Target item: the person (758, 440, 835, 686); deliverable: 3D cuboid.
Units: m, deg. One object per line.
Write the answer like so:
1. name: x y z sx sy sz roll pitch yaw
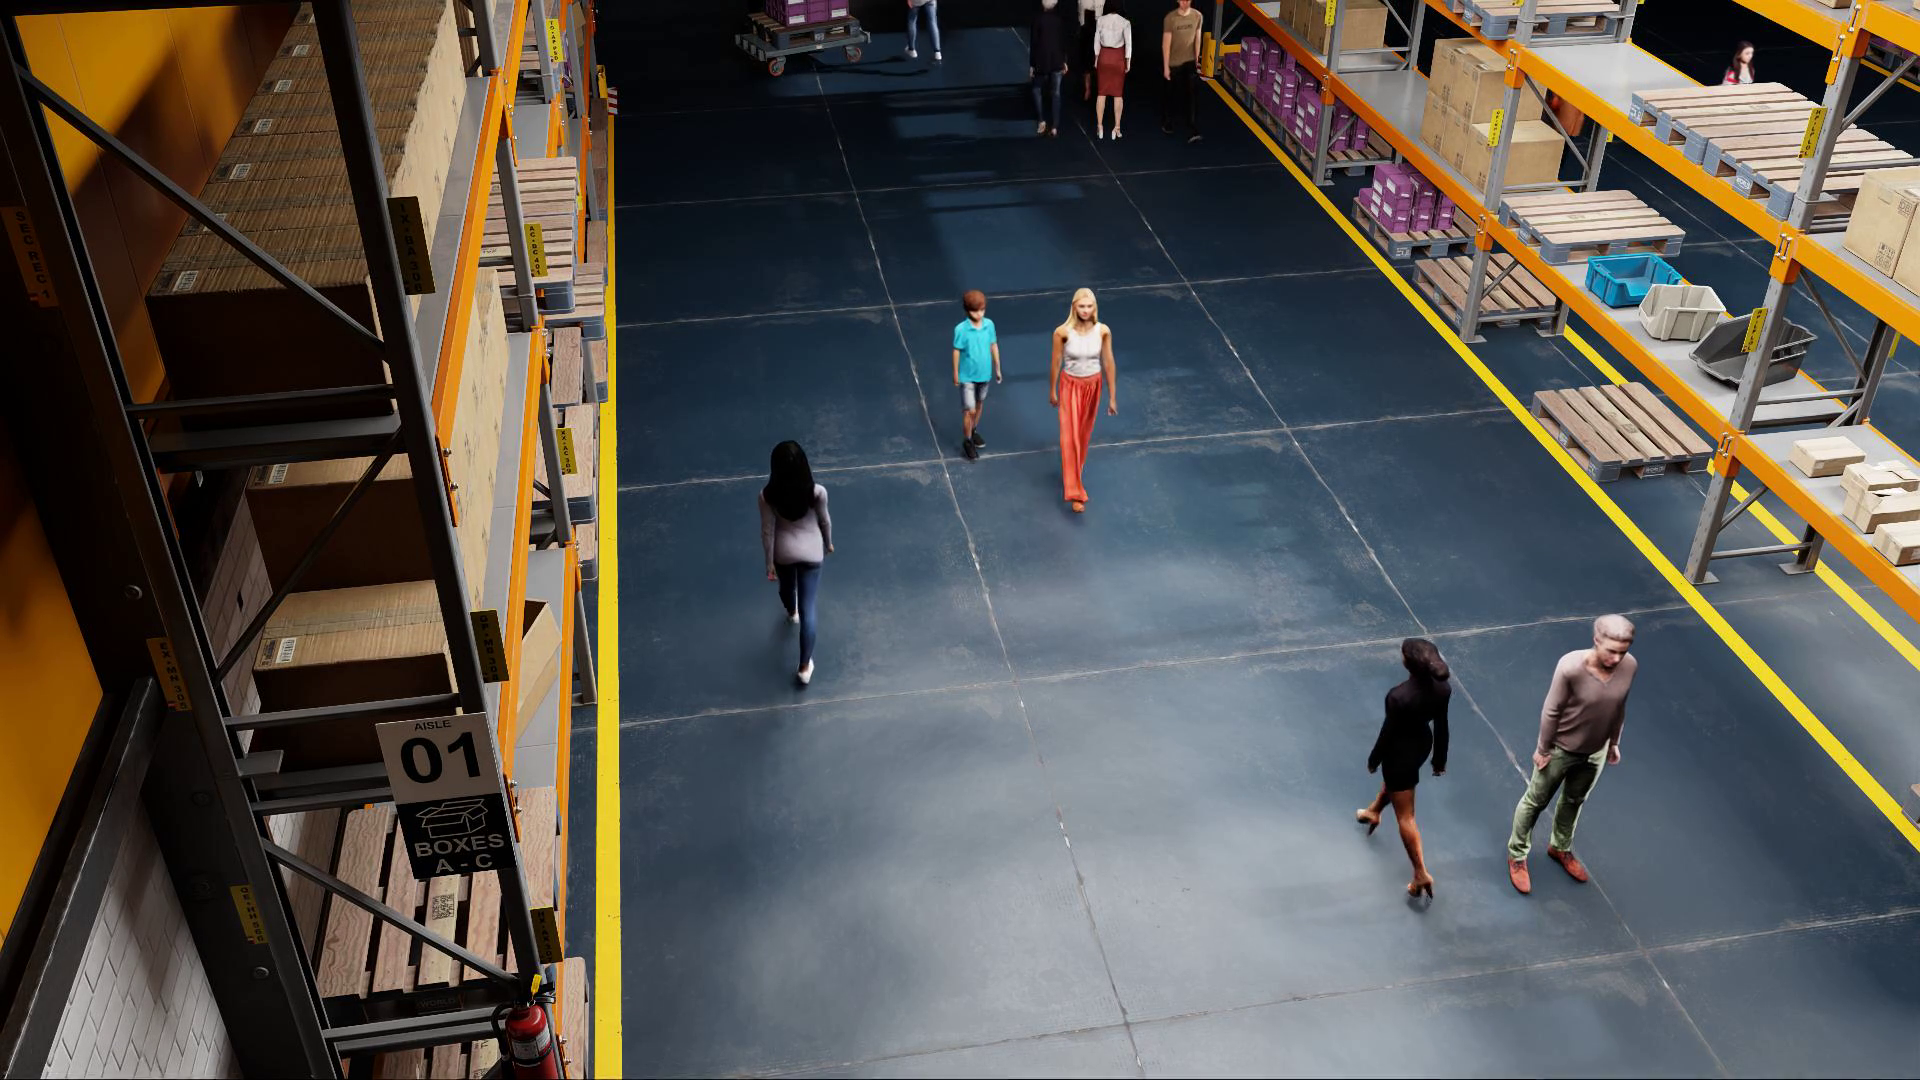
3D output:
1. person: -1.075 0.182 11.051 0.751 1.688 1.183 0 34 0

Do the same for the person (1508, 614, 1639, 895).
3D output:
1. person: 3.476 1.164 9.412 0.673 1.866 0.588 -7 34 -10

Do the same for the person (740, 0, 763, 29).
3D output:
1. person: -2.990 -8.111 23.577 0.777 1.633 0.681 8 35 12

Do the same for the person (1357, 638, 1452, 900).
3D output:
1. person: 2.579 1.319 9.427 0.762 1.593 1.104 -15 37 -22

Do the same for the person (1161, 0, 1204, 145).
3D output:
1. person: 2.570 -5.669 19.750 0.660 1.804 1.170 -7 34 -10

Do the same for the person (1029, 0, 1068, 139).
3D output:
1. person: 1.109 -5.636 19.845 0.745 1.753 0.625 -8 34 -12

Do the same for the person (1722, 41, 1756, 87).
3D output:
1. person: 8.578 -4.763 18.560 0.647 1.612 0.597 -15 37 -22

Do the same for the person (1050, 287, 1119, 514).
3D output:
1. person: 0.927 -1.185 13.042 0.667 1.761 1.173 -5 34 -8

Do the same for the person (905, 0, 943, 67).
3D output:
1. person: -0.463 -7.201 22.011 0.781 1.851 1.225 -10 35 -14

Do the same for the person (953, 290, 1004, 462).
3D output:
1. person: 0.090 -1.420 13.689 0.634 1.436 0.725 -18 38 -25

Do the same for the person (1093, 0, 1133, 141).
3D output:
1. person: 1.801 -5.637 19.750 0.676 1.750 0.666 10 35 14

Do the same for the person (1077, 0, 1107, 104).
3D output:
1. person: 1.727 -6.445 20.886 0.992 1.837 1.083 18 38 25
